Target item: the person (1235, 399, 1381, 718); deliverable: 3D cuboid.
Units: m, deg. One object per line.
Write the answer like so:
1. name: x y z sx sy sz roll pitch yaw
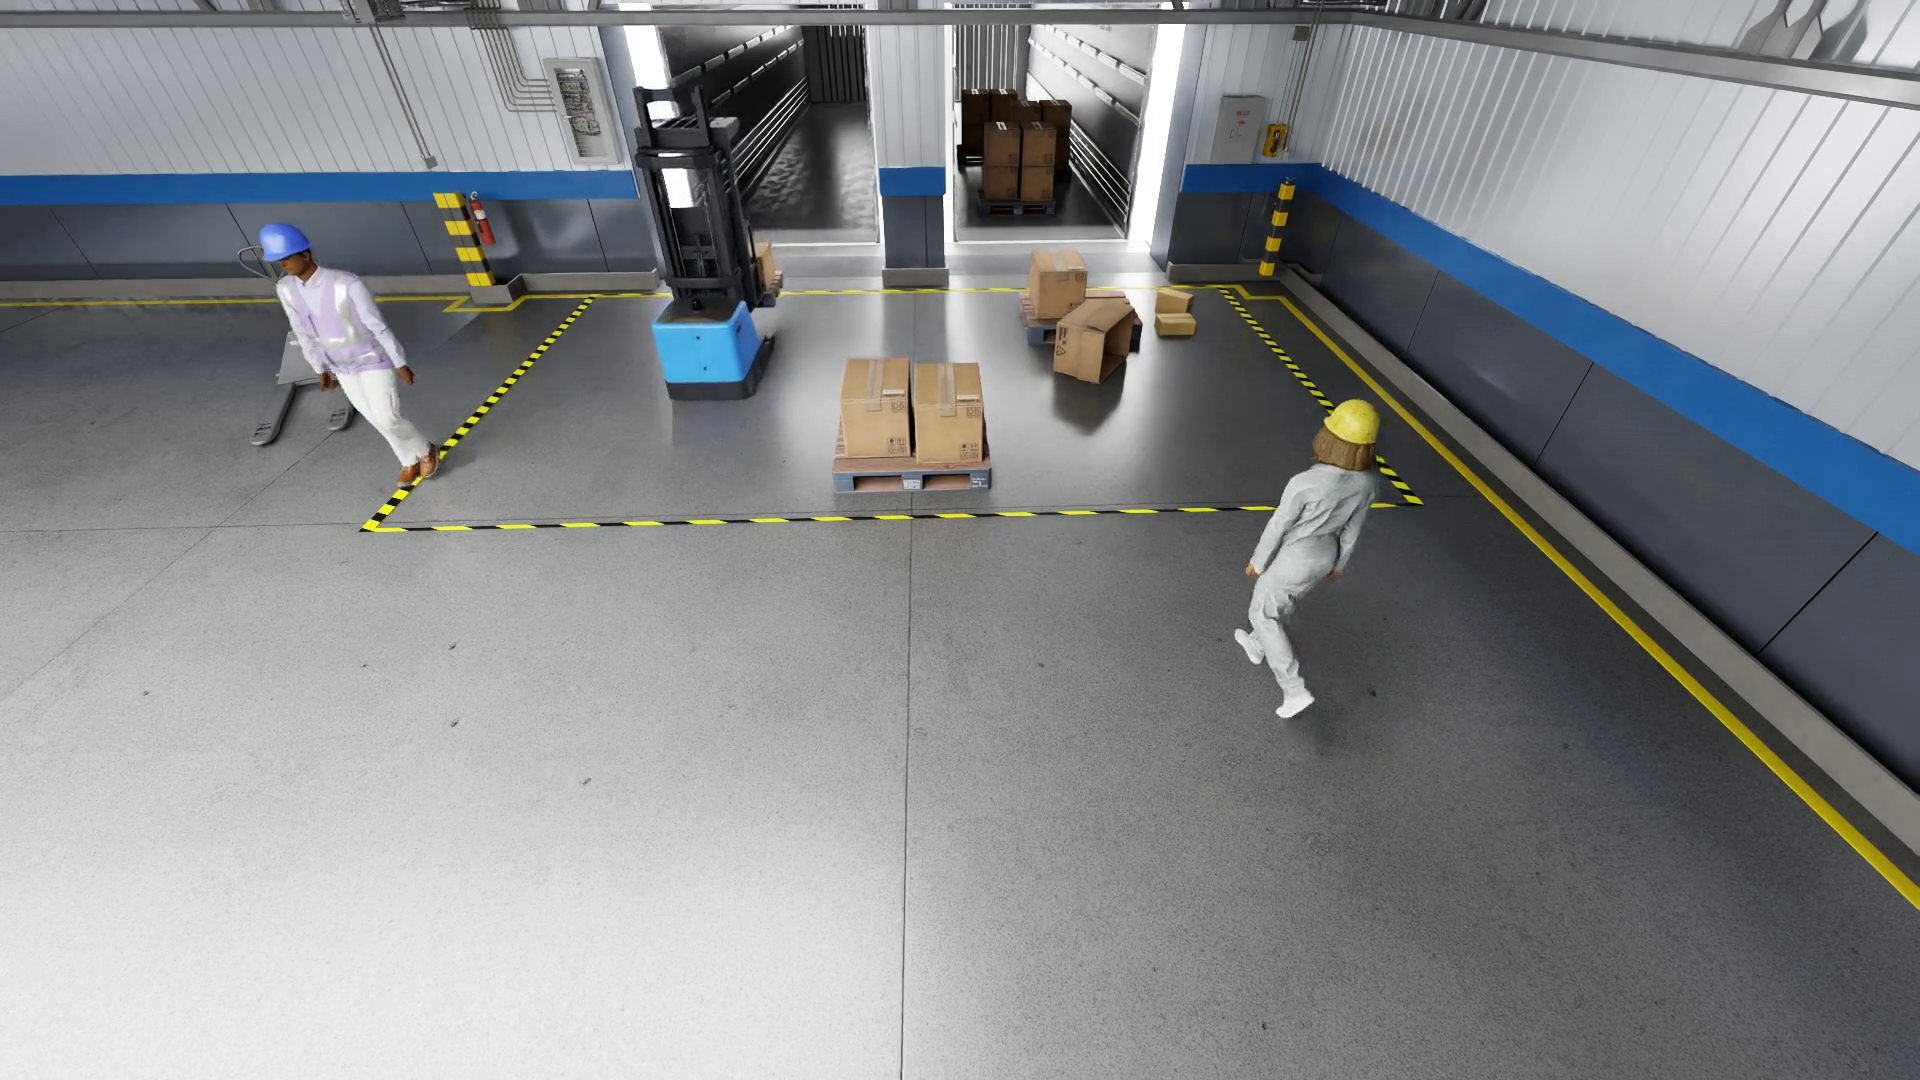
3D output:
1. person: 1.725 0.131 3.631 0.492 1.714 0.755 -11 40 -13

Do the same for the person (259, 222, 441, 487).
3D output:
1. person: -4.252 -1.230 5.173 0.631 1.927 0.453 2 38 2

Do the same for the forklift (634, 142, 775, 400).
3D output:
1. forklift: -2.313 -2.307 6.444 0.716 2.013 0.776 -1 38 -1

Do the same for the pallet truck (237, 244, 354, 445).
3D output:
1. pallet truck: -5.915 -1.733 6.366 0.680 1.201 1.601 -18 42 -21
